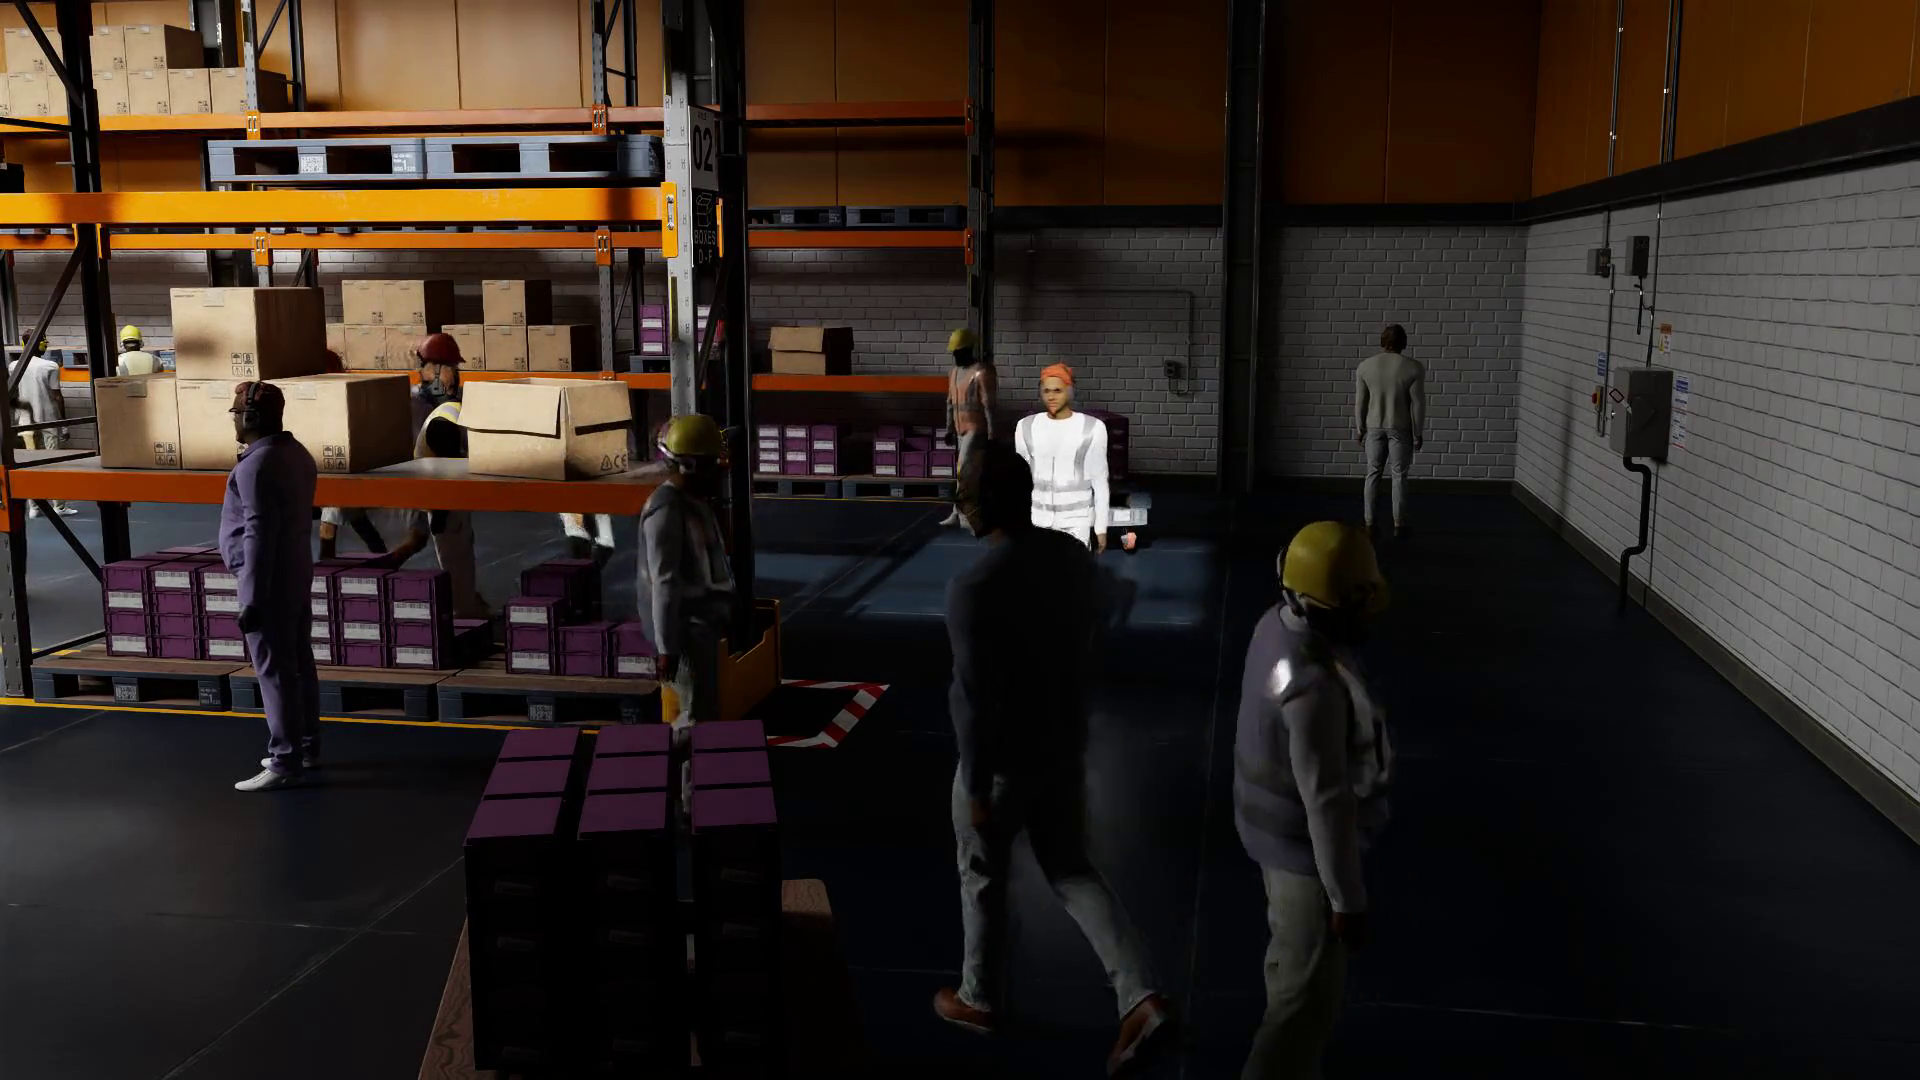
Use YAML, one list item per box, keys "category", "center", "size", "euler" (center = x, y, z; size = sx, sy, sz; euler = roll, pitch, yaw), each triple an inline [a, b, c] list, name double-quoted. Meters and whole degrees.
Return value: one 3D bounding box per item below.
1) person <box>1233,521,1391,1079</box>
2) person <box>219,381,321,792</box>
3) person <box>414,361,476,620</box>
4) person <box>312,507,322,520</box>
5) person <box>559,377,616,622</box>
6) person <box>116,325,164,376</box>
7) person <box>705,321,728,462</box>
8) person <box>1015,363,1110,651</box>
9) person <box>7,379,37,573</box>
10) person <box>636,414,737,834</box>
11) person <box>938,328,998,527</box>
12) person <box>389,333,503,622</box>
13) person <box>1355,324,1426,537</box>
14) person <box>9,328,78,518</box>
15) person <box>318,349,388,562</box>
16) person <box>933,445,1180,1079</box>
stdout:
- category: "person"
  center: [0.894, 0.816, 4.416]
  size: [0.489, 1.788, 0.678]
  euler: [0, 9, -1]
- category: "person"
  center: [-3.232, 0.212, 7.783]
  size: [0.409, 1.907, 0.651]
  euler: [-1, 9, -4]
- category: "person"
  center: [-3.309, -0.226, 10.703]
  size: [0.429, 1.845, 0.621]
  euler: [-1, 9, -7]
- category: "person"
  center: [-6.422, -1.149, 16.132]
  size: [0.354, 1.939, 0.544]
  euler: [-9, 13, -43]
- category: "person"
  center: [-2.558, -0.255, 11.306]
  size: [0.440, 1.713, 0.520]
  euler: [4, 10, 24]
- category: "person"
  center: [-8.982, -1.421, 18.159]
  size: [0.403, 1.827, 0.596]
  euler: [8, 12, 42]
- category: "person"
  center: [-2.076, -0.923, 14.593]
  size: [0.441, 1.975, 0.629]
  euler: [5, 10, 29]
- category: "person"
  center: [0.595, -0.105, 9.855]
  size: [0.598, 1.878, 0.353]
  euler: [3, 10, 21]
- category: "person"
  center: [-6.906, -0.409, 11.923]
  size: [0.545, 1.810, 0.879]
  euler: [-4, 10, -23]
- category: "person"
  center: [-1.176, 0.378, 7.018]
  size: [0.480, 1.818, 0.601]
  euler: [1, 9, 5]
- category: "person"
  center: [0.158, -1.085, 15.872]
  size: [0.814, 1.891, 0.610]
  euler: [-6, 11, -33]
- category: "person"
  center: [-3.679, -0.413, 11.393]
  size: [0.993, 2.007, 0.613]
  euler: [1, 9, 5]
- category: "person"
  center: [3.926, -0.998, 15.189]
  size: [0.636, 1.938, 0.358]
  euler: [5, 10, 28]
- category: "person"
  center: [-9.006, -1.144, 16.312]
  size: [0.532, 1.870, 0.319]
  euler: [0, 9, -2]
- category: "person"
  center: [-4.463, -0.442, 11.945]
  size: [0.915, 1.879, 0.661]
  euler: [-6, 11, -32]
- category: "person"
  center: [0.254, 0.666, 4.989]
  size: [0.643, 1.909, 0.893]
  euler: [-8, 12, -42]
